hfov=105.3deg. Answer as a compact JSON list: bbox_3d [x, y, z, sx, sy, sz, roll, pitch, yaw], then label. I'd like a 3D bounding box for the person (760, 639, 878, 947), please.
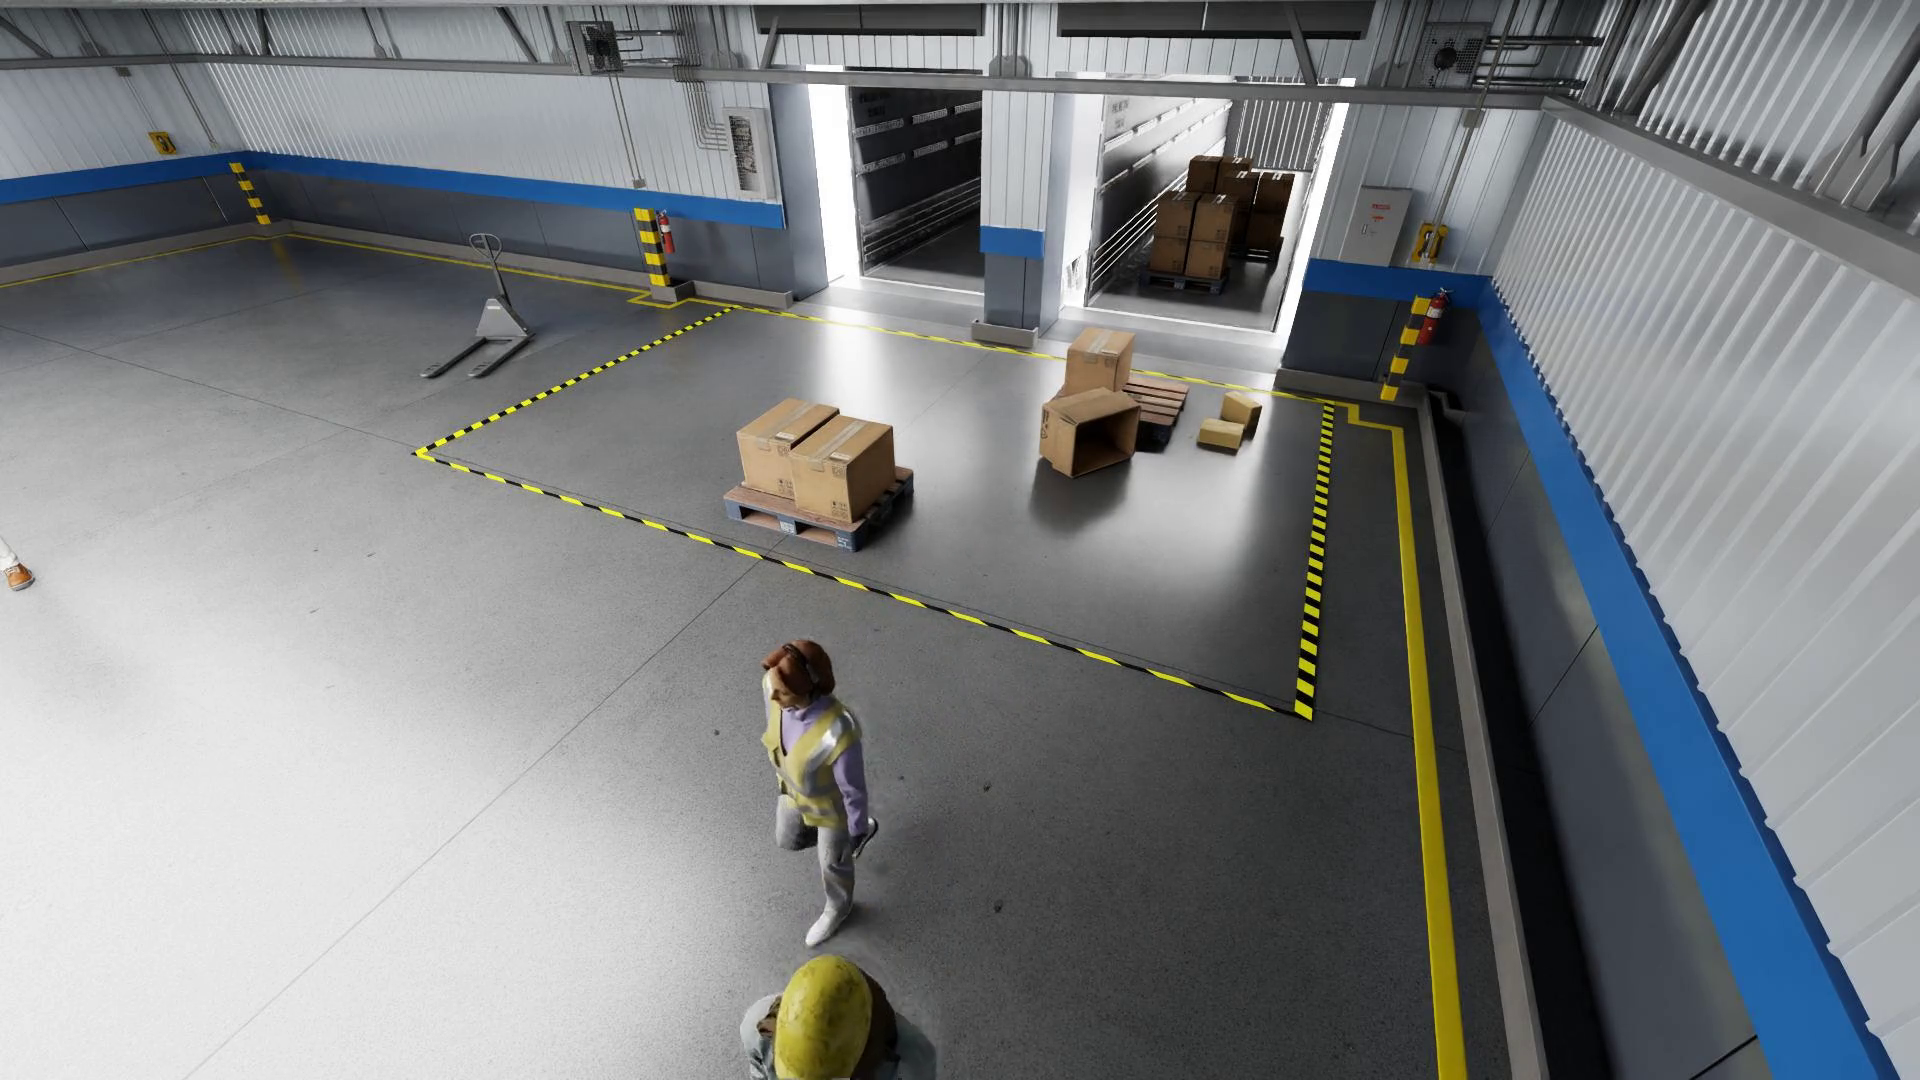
[{"bbox_3d":[-0.519,0.985,2.896,0.525,1.624,0.520,28,44,34],"label":"person"}]

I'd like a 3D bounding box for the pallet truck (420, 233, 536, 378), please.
[{"bbox_3d":[-5.664,-2.712,8.427,0.680,1.201,1.601,0,35,-1],"label":"pallet truck"}]

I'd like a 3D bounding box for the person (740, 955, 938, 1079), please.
[{"bbox_3d":[-0.282,1.539,2.037,0.489,1.721,0.666,7,36,10],"label":"person"}]

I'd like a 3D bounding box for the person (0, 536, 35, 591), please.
[{"bbox_3d":[-6.832,-0.444,4.633,0.601,1.948,0.380,-27,44,-33],"label":"person"}]
